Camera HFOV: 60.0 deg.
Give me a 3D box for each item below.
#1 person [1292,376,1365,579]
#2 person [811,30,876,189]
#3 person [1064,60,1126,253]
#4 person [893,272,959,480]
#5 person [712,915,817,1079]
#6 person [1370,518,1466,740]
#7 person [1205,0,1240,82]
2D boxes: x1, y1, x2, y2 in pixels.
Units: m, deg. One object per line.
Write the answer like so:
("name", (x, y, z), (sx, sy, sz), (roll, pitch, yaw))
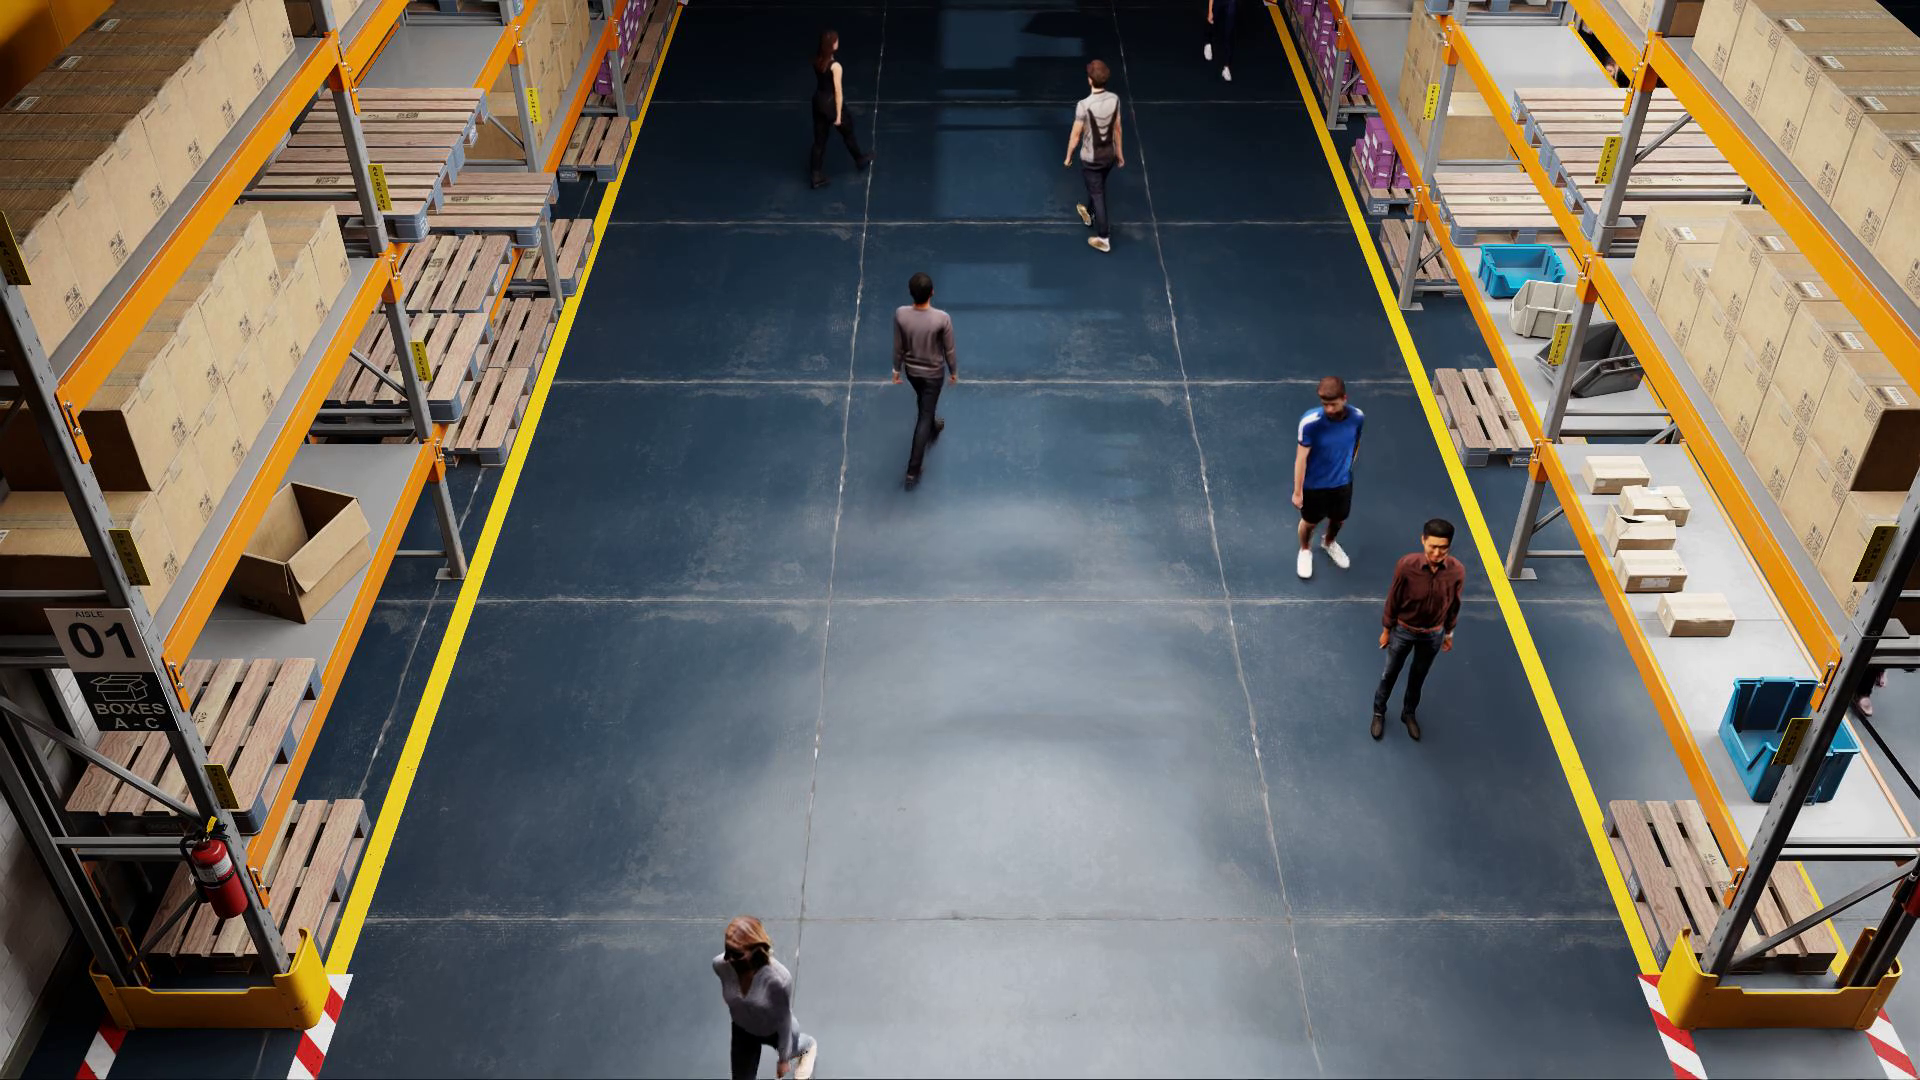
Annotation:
("person", (2.702, -0.494, 12.278), (0.805, 1.823, 0.753), (-16, 41, -19))
("person", (-1.432, -4.474, 17.398), (1.017, 1.652, 1.117), (29, 47, 31))
("person", (1.401, -3.705, 16.271), (0.989, 1.857, 1.181), (-18, 42, -21))
("person", (-0.309, -1.290, 13.350), (0.917, 1.729, 1.236), (8, 39, 10))
("person", (-0.960, 2.488, 8.606), (0.862, 1.746, 1.278), (12, 40, 14))
("person", (3.010, 0.578, 10.967), (0.649, 1.782, 0.524), (2, 39, 2))
("person", (3.109, -6.391, 19.851), (0.626, 1.586, 1.170), (-3, 39, -4))
